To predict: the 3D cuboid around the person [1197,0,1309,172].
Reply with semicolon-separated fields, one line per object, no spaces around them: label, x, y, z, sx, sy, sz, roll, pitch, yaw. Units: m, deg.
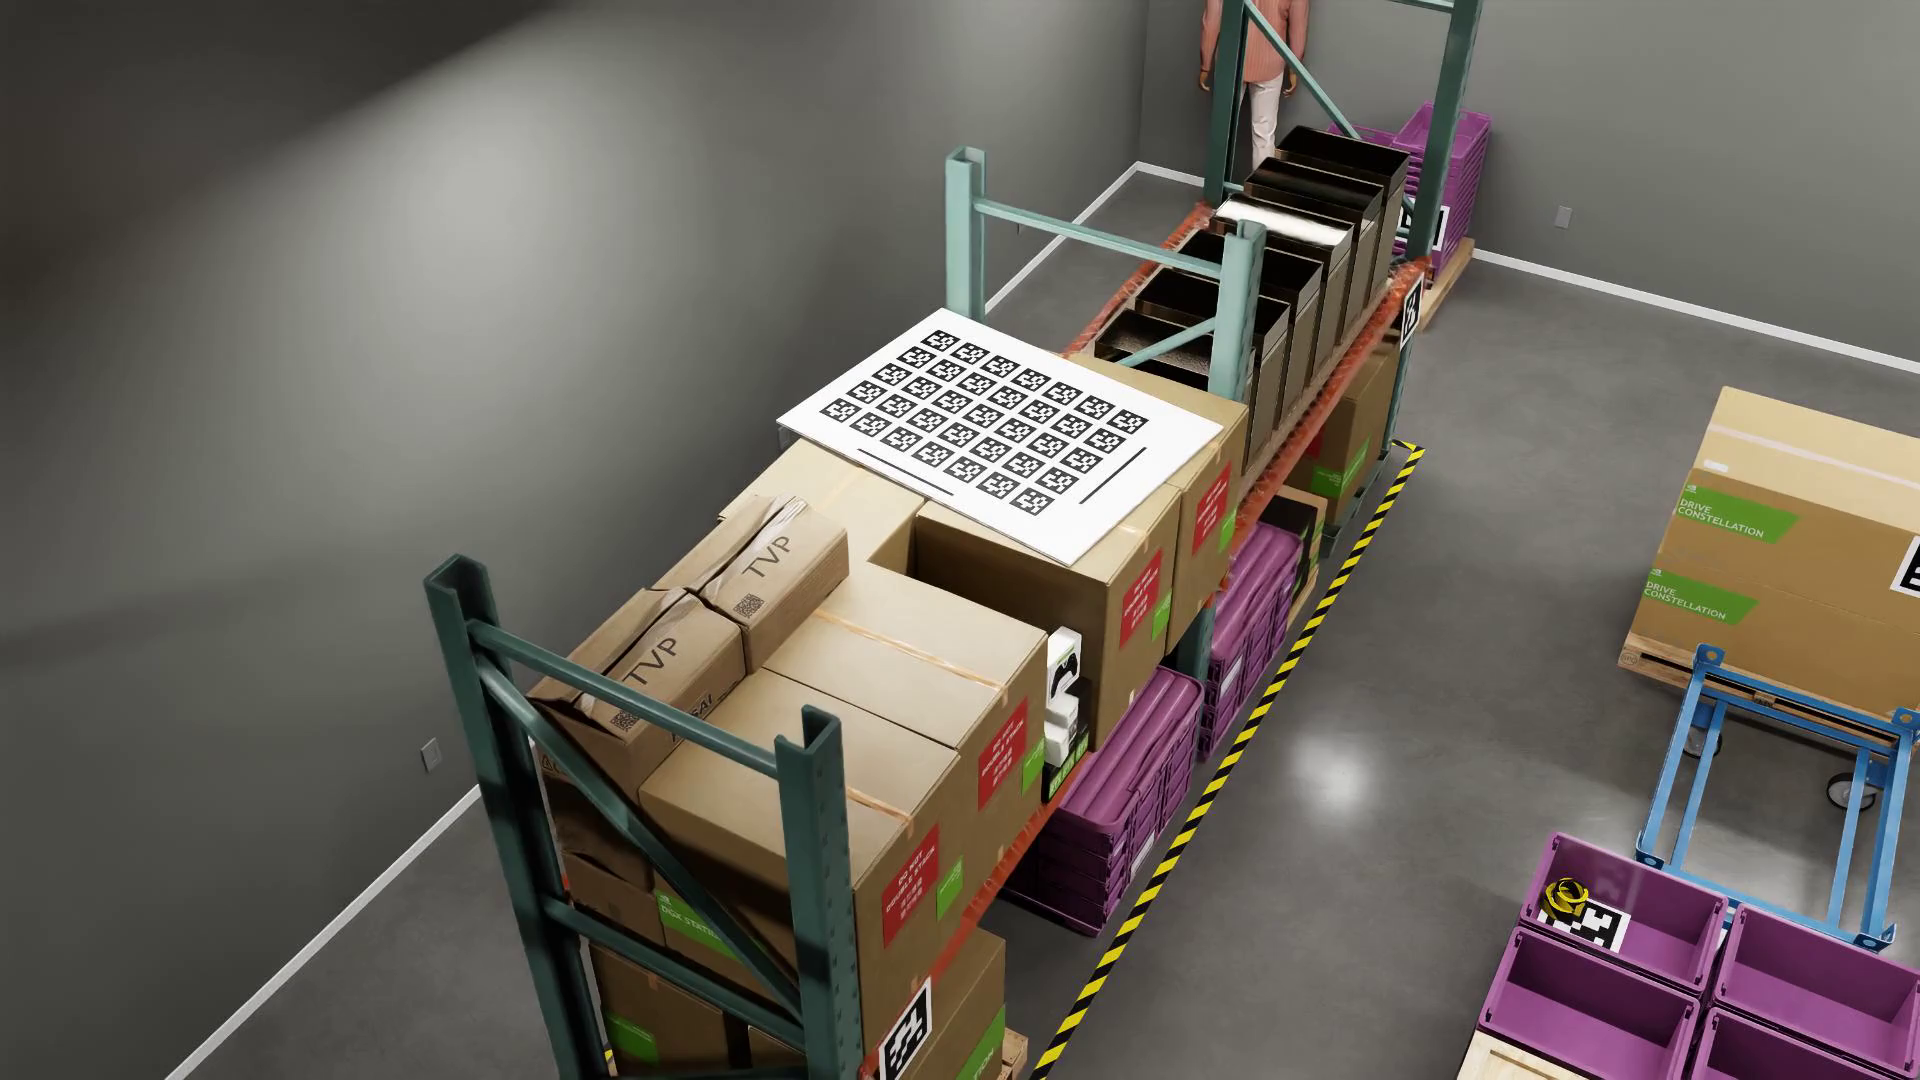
person;1.734;-2.850;9.950;0.623;1.992;0.396;4;40;5
